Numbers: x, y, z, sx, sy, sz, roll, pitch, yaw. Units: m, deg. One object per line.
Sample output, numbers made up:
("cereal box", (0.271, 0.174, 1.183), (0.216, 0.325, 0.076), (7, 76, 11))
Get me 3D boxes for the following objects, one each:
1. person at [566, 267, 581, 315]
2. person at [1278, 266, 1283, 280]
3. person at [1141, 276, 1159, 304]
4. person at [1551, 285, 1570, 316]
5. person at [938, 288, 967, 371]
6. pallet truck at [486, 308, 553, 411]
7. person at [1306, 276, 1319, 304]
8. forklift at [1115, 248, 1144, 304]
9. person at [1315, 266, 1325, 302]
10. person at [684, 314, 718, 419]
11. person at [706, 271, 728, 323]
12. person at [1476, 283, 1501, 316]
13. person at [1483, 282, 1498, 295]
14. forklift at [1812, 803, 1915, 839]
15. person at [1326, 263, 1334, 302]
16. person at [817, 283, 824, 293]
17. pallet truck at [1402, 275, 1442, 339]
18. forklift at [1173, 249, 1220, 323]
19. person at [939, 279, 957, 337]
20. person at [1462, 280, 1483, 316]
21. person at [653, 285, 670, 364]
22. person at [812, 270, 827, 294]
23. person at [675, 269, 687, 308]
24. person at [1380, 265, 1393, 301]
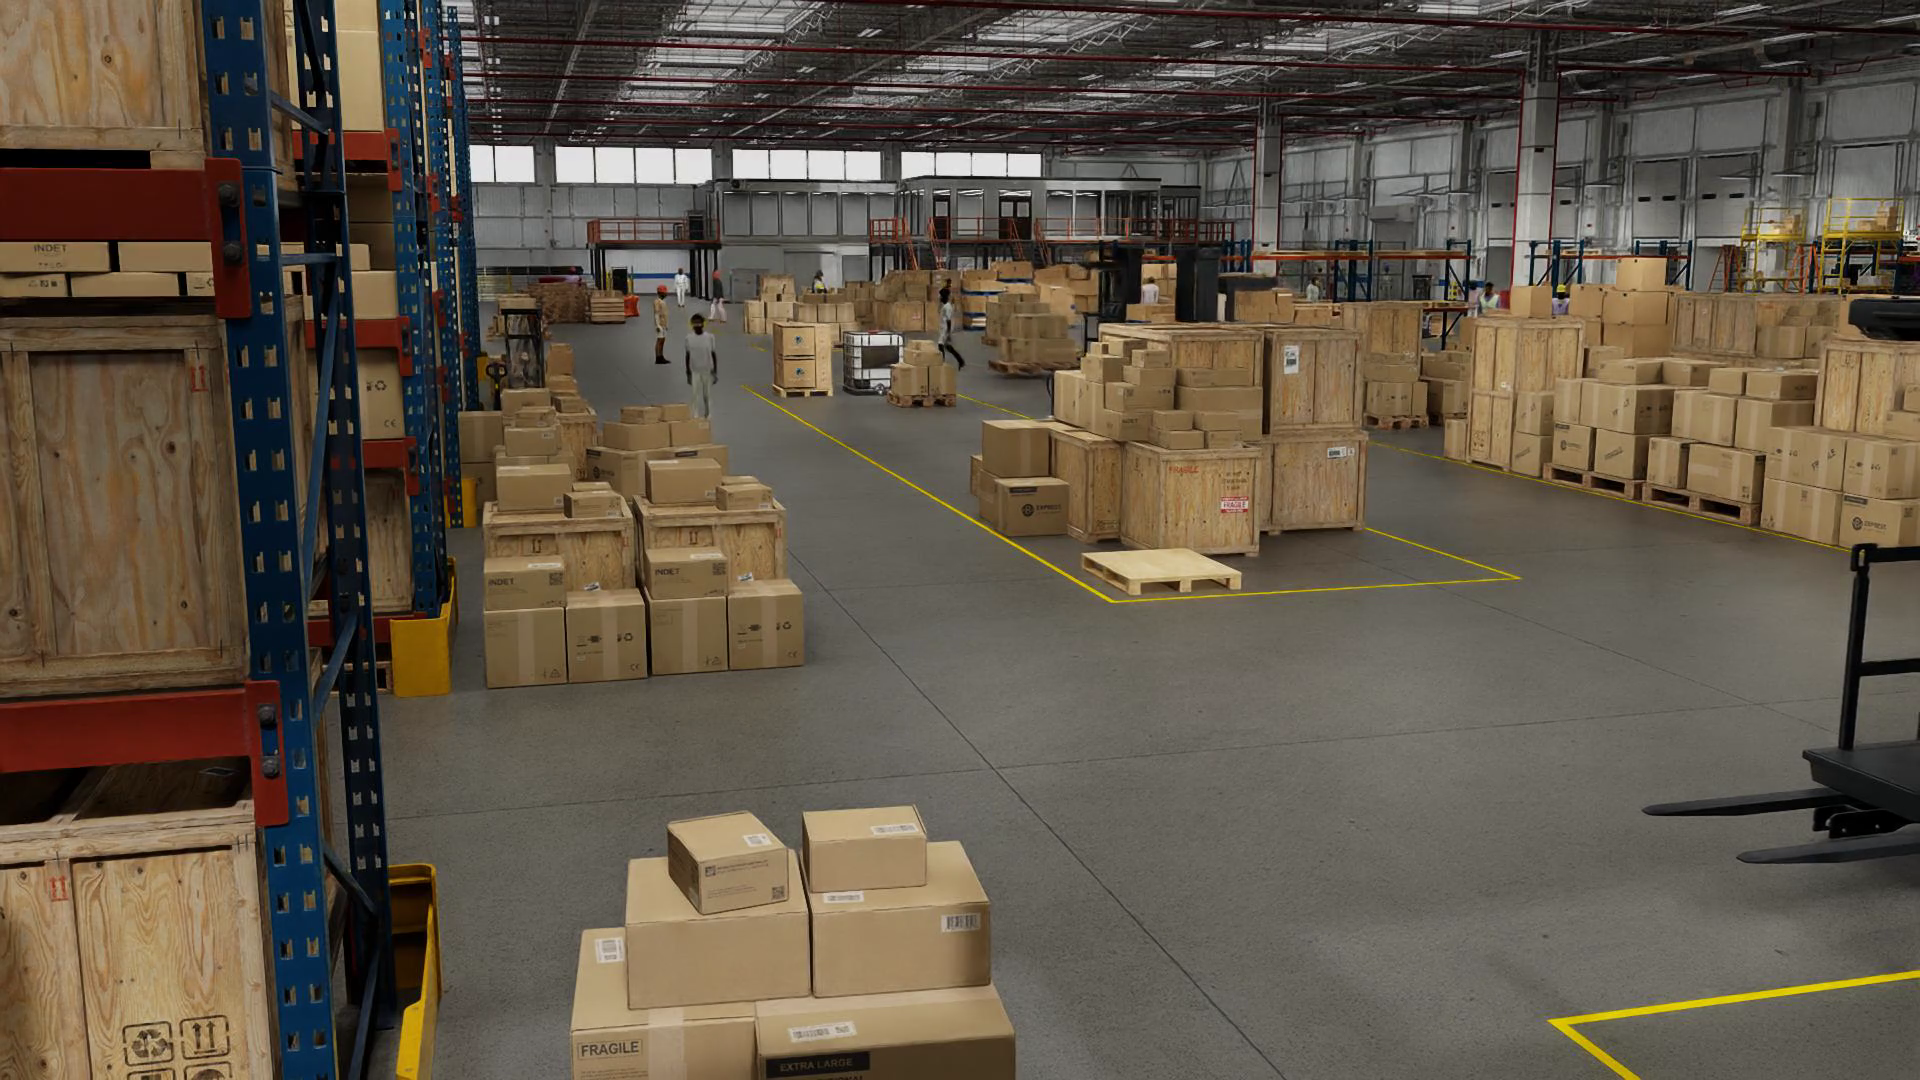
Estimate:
("person", (-16.145, -10.392, 69.433), (0.616, 2.027, 0.501), (1, 10, 8))
("person", (16.814, -13.594, 88.098), (0.630, 1.840, 0.429), (-1, 10, -6))
("person", (6.241, -7.748, 54.830), (0.638, 1.909, 0.918), (3, 10, 15))
("person", (14.874, -5.368, 41.273), (0.595, 1.923, 0.373), (4, 11, 21))
("person", (-0.275, -4.816, 38.115), (0.873, 1.940, 0.615), (-1, 10, -4))
("pallet truck", (-6.242, -2.418, 24.362), (0.823, 1.965, 1.885), (1, 10, 3))
("person", (11.344, -7.526, 53.497), (0.376, 1.935, 0.629), (8, 13, 37))
("forklift", (3.799, -5.153, 37.354), (1.873, 2.768, 1.129), (-3, 10, -15))
("person", (17.483, -12.356, 80.853), (0.585, 1.922, 0.378), (6, 12, 31))
("person", (-4.025, -2.599, 25.903), (0.537, 1.823, 0.972), (0, 10, -2))
("person", (-9.079, -9.029, 61.975), (0.983, 1.928, 0.637), (-7, 12, -35))
("person", (14.089, -5.921, 44.479), (0.635, 1.890, 0.708), (8, 13, 40))
("person", (18.009, -7.934, 56.516), (0.537, 1.671, 0.720), (6, 12, 30))
("forklift", (5.188, 0.109, 7.557), (1.873, 2.768, 1.129), (-3, 10, -15))
("person", (19.241, -13.330, 86.157), (0.611, 1.996, 0.379), (-6, 12, -33))
("person", (-4.240, -6.927, 50.571), (0.544, 1.766, 0.328), (-1, 10, -6))
("pallet truck", (14.620, -7.324, 52.145), (0.823, 1.965, 1.885), (8, 13, 40))
("forklift", (3.333, -2.752, 23.756), (1.873, 2.768, 1.129), (-3, 10, -15))
("person", (-0.313, -7.387, 52.972), (0.875, 1.835, 0.556), (9, 13, 42))
("person", (15.971, -7.174, 51.797), (0.640, 1.818, 0.718), (1, 10, 5))
("person", (-7.287, -5.277, 40.725), (0.375, 1.935, 0.551), (2, 10, 10))
("person", (-4.914, -8.448, 58.387), (0.536, 2.000, 0.676), (-3, 11, -19))
("person", (-13.096, -11.822, 78.078), (0.586, 1.838, 0.999), (-1, 10, -4))
("person", (20.733, -12.367, 80.841), (0.615, 1.945, 0.400), (7, 12, 33))
